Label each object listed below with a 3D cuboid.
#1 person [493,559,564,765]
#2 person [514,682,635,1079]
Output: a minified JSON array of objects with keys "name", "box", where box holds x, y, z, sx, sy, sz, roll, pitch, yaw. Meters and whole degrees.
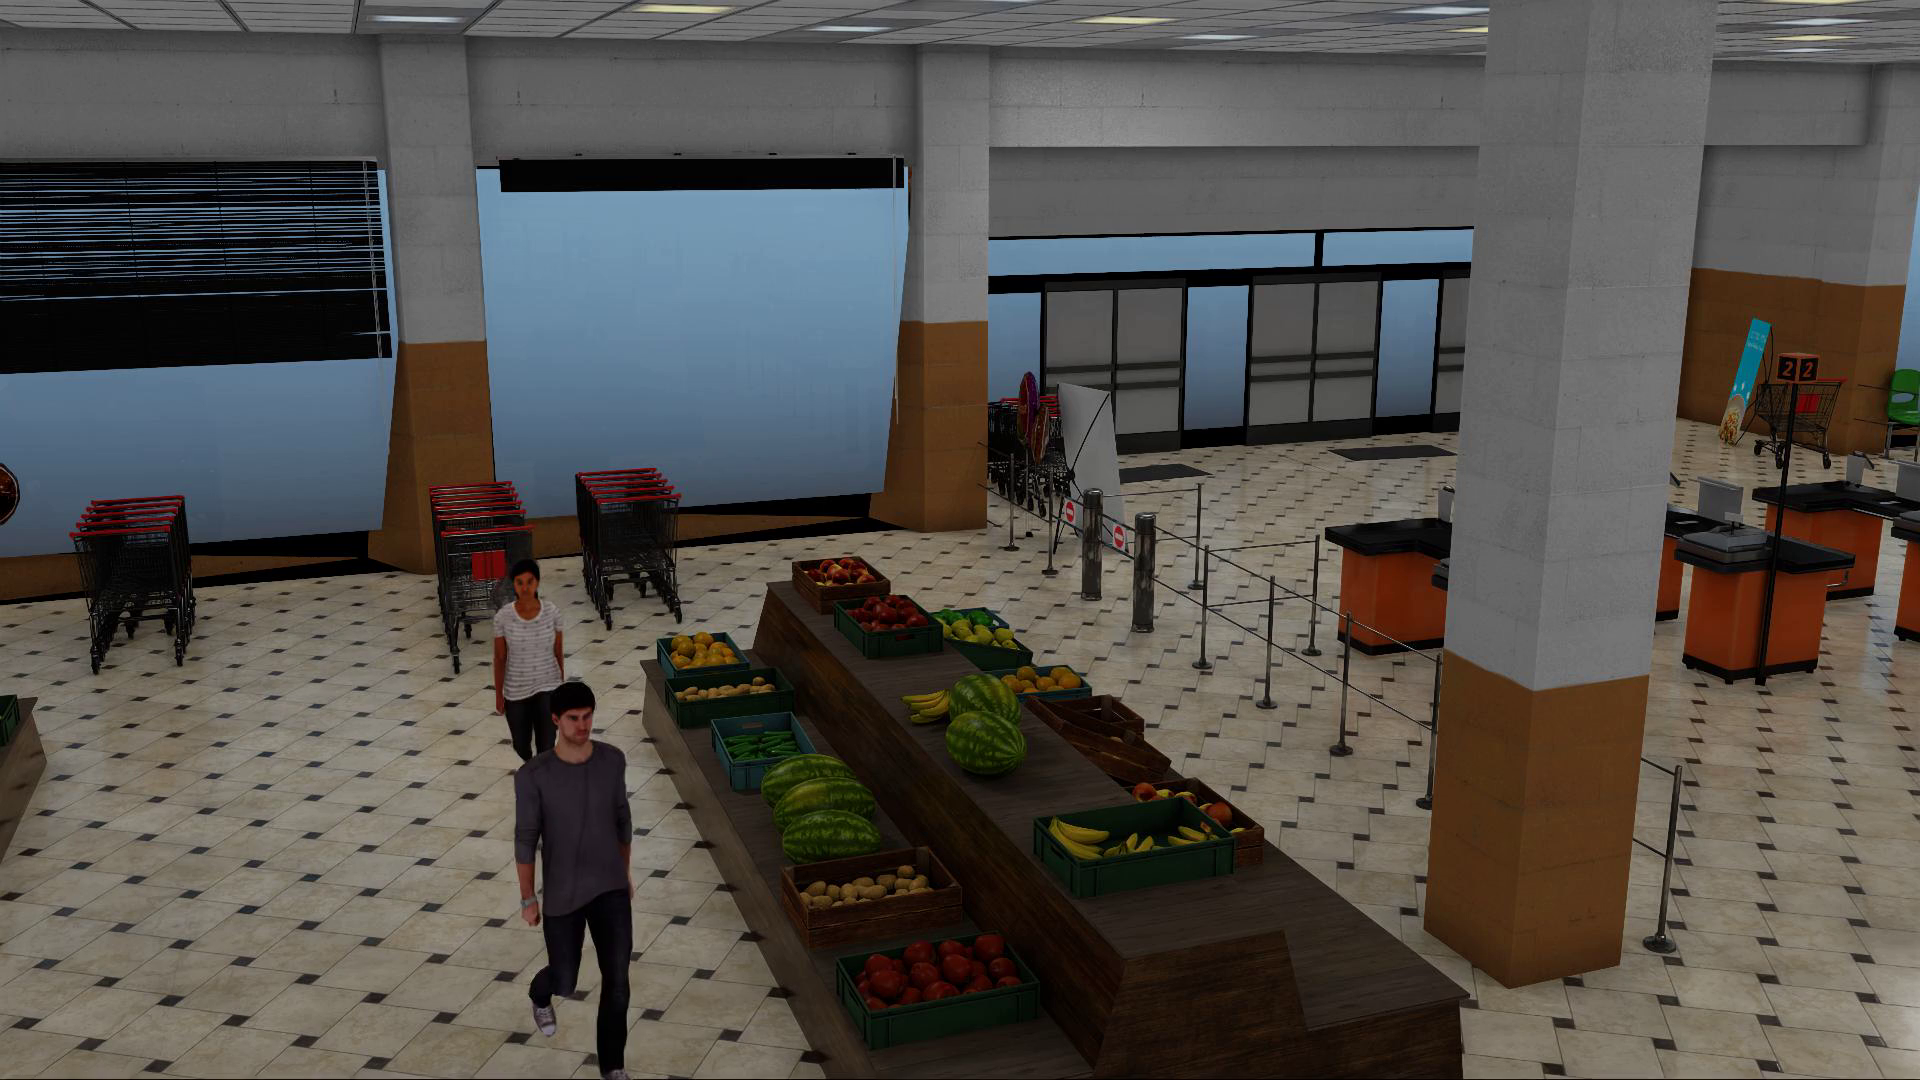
[{"name":"person","box":[-2.631,0.910,10.213,0.630,1.616,1.057,-4,14,-15]},{"name":"person","box":[-1.691,1.503,7.319,0.850,1.829,1.086,-10,17,-34]}]
